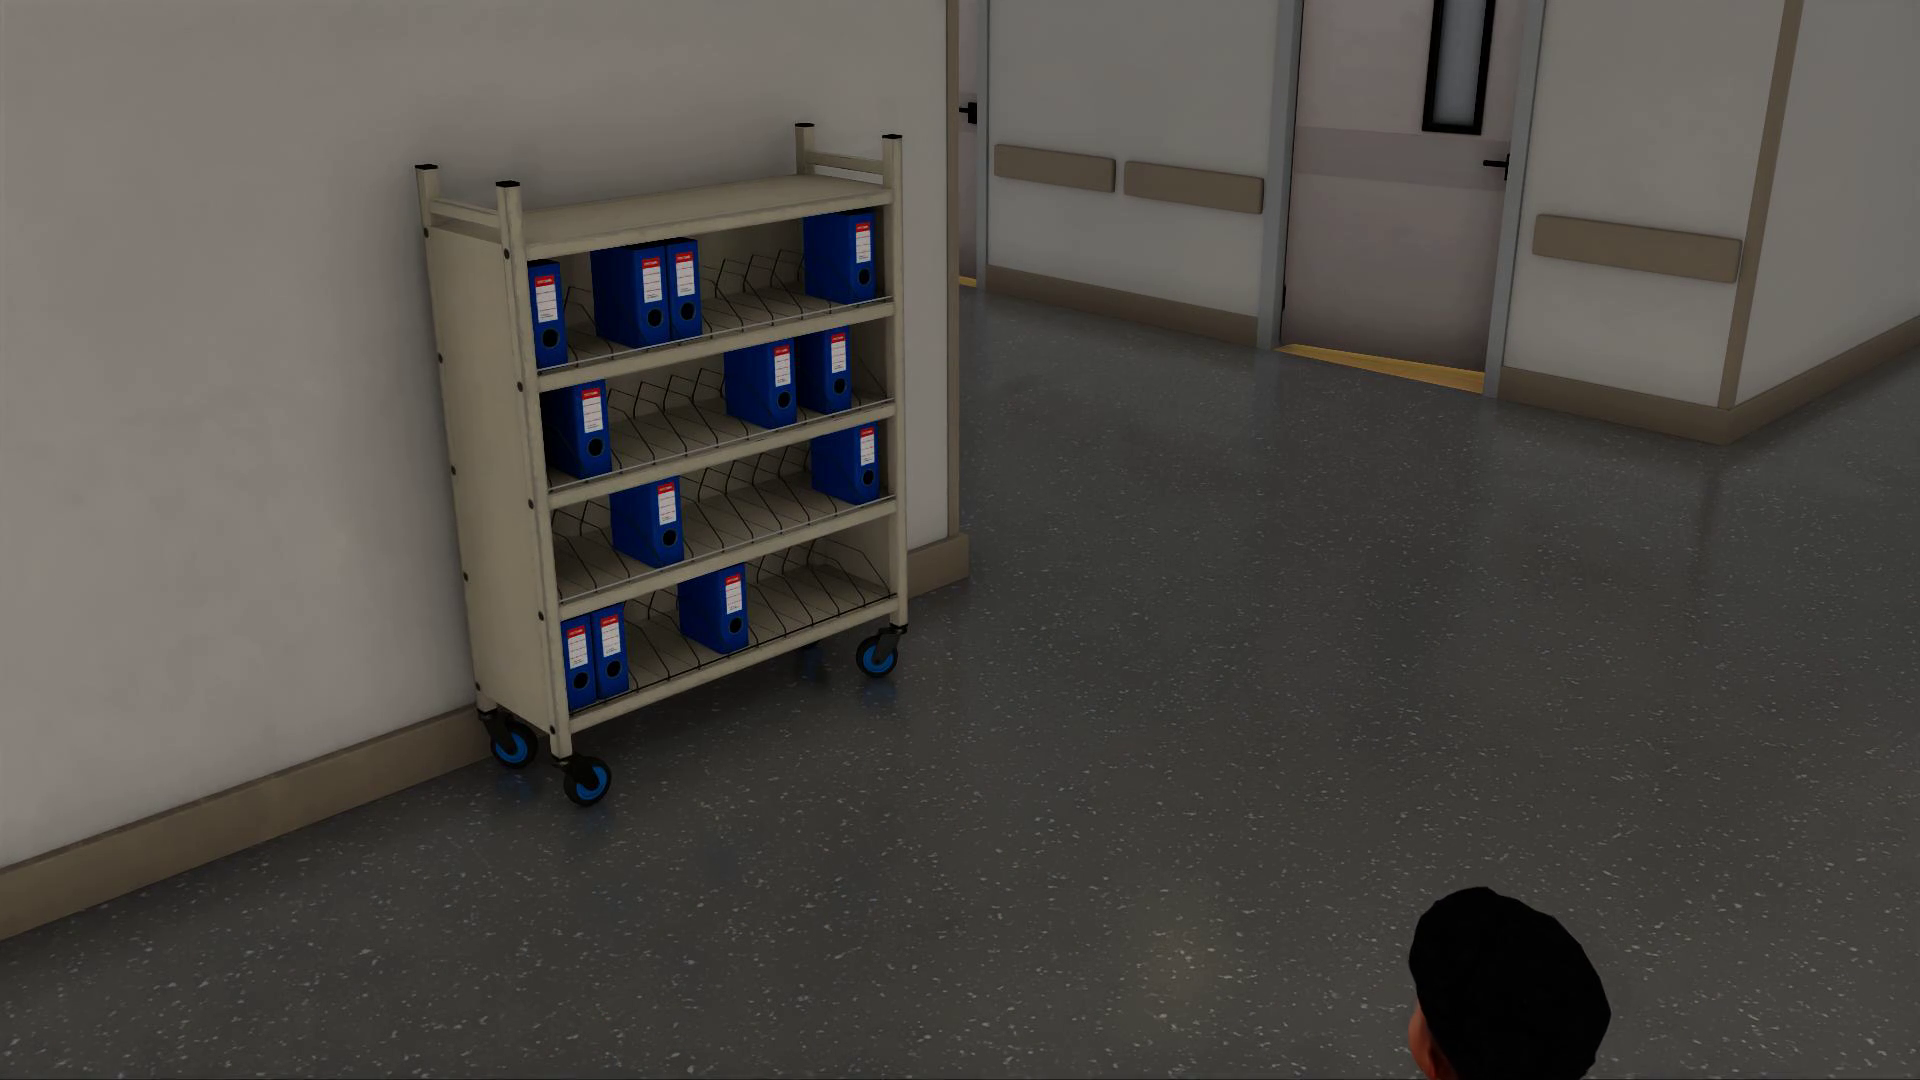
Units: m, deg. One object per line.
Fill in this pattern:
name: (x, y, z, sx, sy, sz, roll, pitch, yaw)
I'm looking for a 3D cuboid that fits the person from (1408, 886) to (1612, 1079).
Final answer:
person: (0.579, 0.964, 1.975, 0.503, 1.226, 0.614, -10, 23, -25)
